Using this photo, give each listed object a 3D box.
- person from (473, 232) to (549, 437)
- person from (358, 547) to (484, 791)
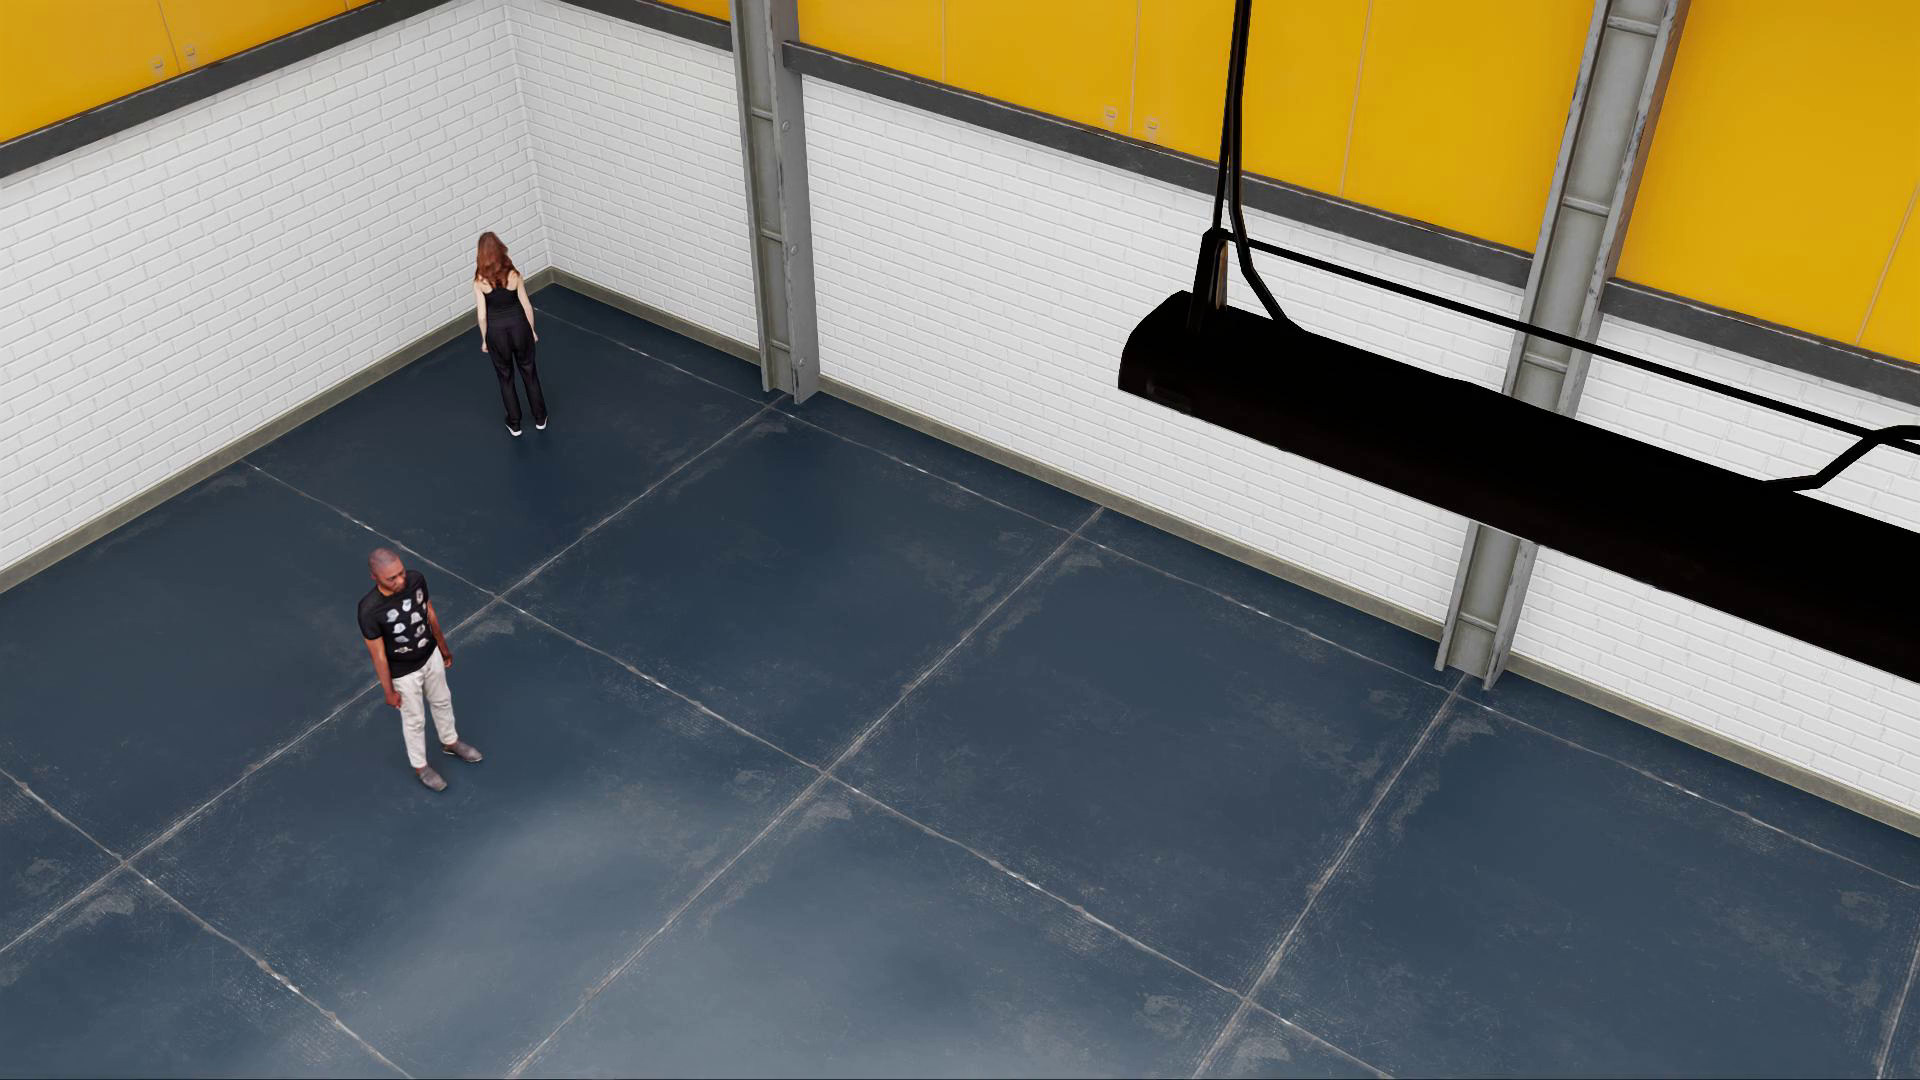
[{"bbox_3d":[-3.561,-1.621,13.105,0.672,1.746,0.686,-15,41,-18],"label":"person"},{"bbox_3d":[-3.337,0.743,10.100,0.618,1.802,0.666,21,43,24],"label":"person"}]
